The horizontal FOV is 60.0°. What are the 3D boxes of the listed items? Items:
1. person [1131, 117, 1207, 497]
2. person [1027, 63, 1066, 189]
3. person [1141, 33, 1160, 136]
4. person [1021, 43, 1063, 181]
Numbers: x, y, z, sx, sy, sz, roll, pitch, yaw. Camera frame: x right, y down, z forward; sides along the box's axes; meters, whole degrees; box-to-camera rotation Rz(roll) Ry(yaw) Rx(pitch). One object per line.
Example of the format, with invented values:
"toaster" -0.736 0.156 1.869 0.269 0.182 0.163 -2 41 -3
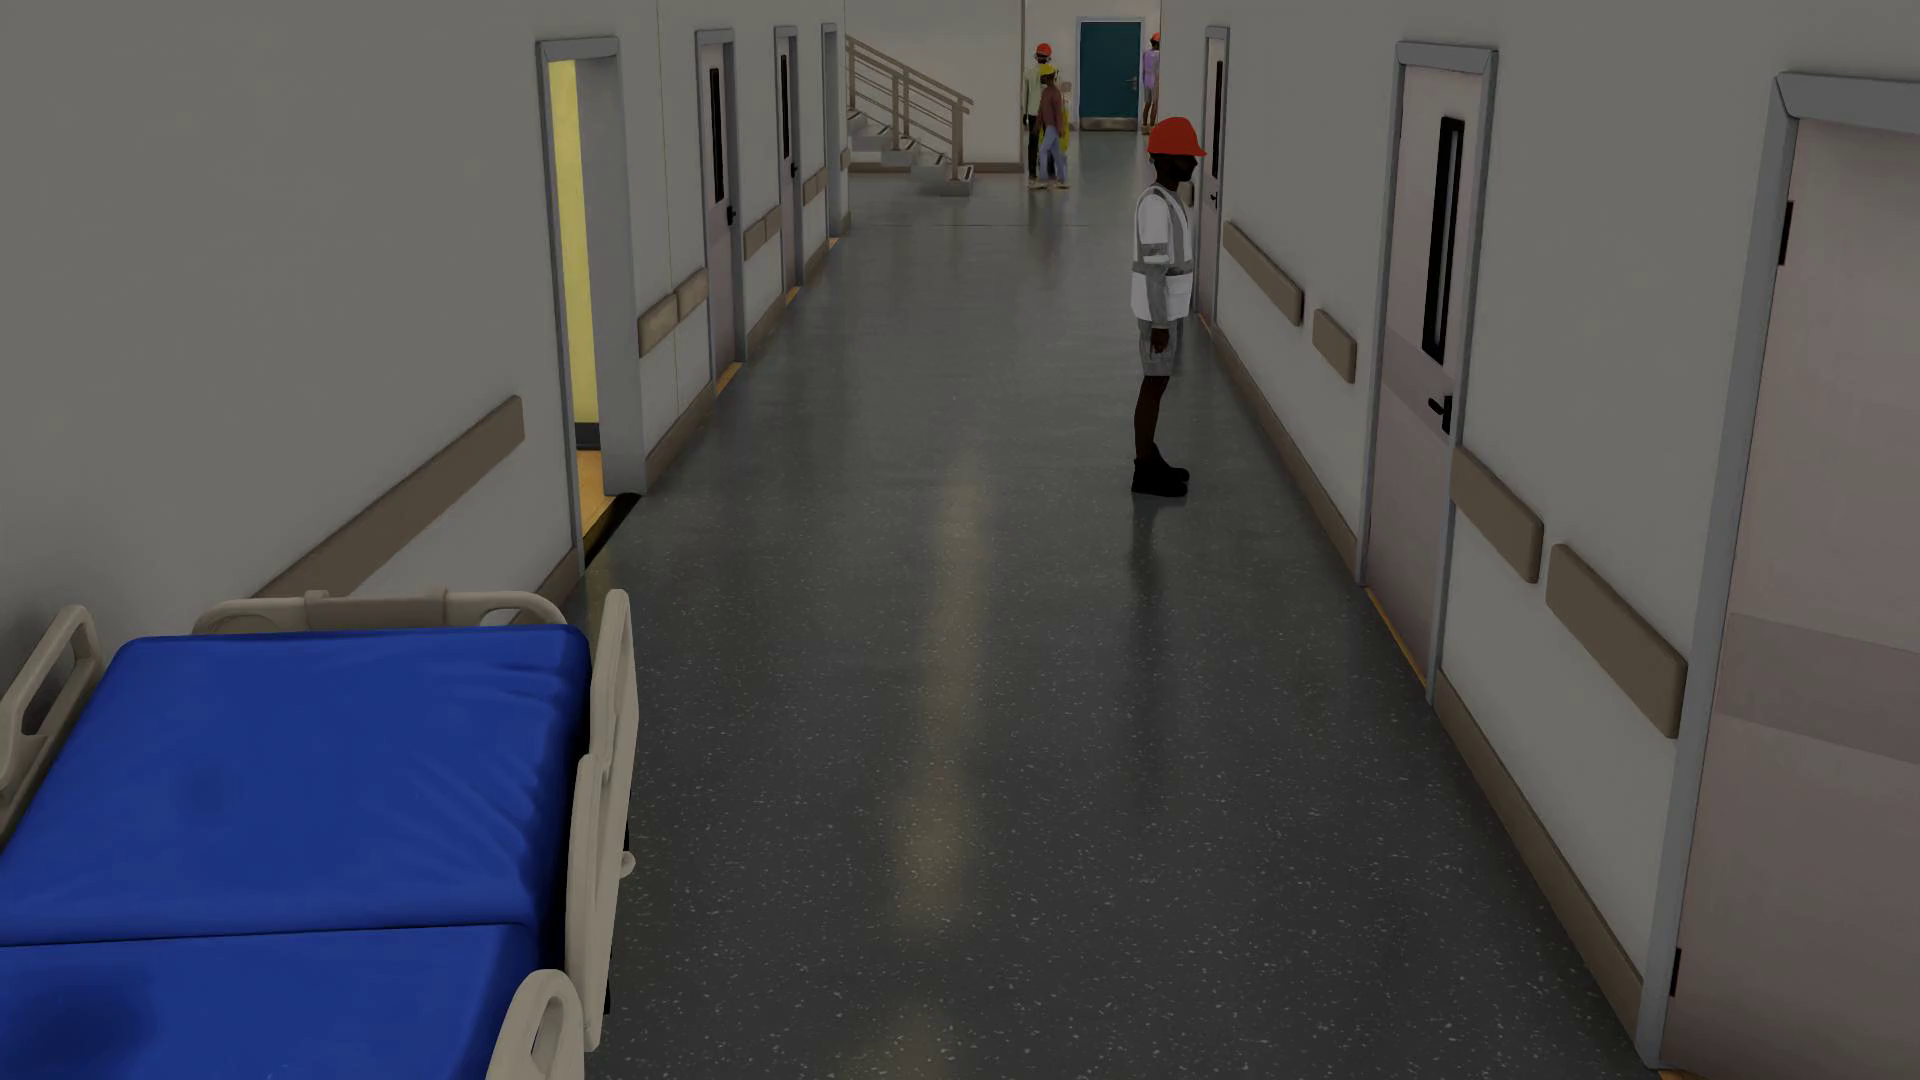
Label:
"person" 1.070 -1.200 8.634 0.356 1.937 0.552 3 18 11
"person" 1.196 -5.829 23.502 0.744 1.733 0.516 -4 18 -11
"person" 3.949 -9.238 33.754 0.408 2.031 0.611 -12 21 -32
"person" 1.229 -6.377 24.810 0.622 1.992 0.396 5 18 17
